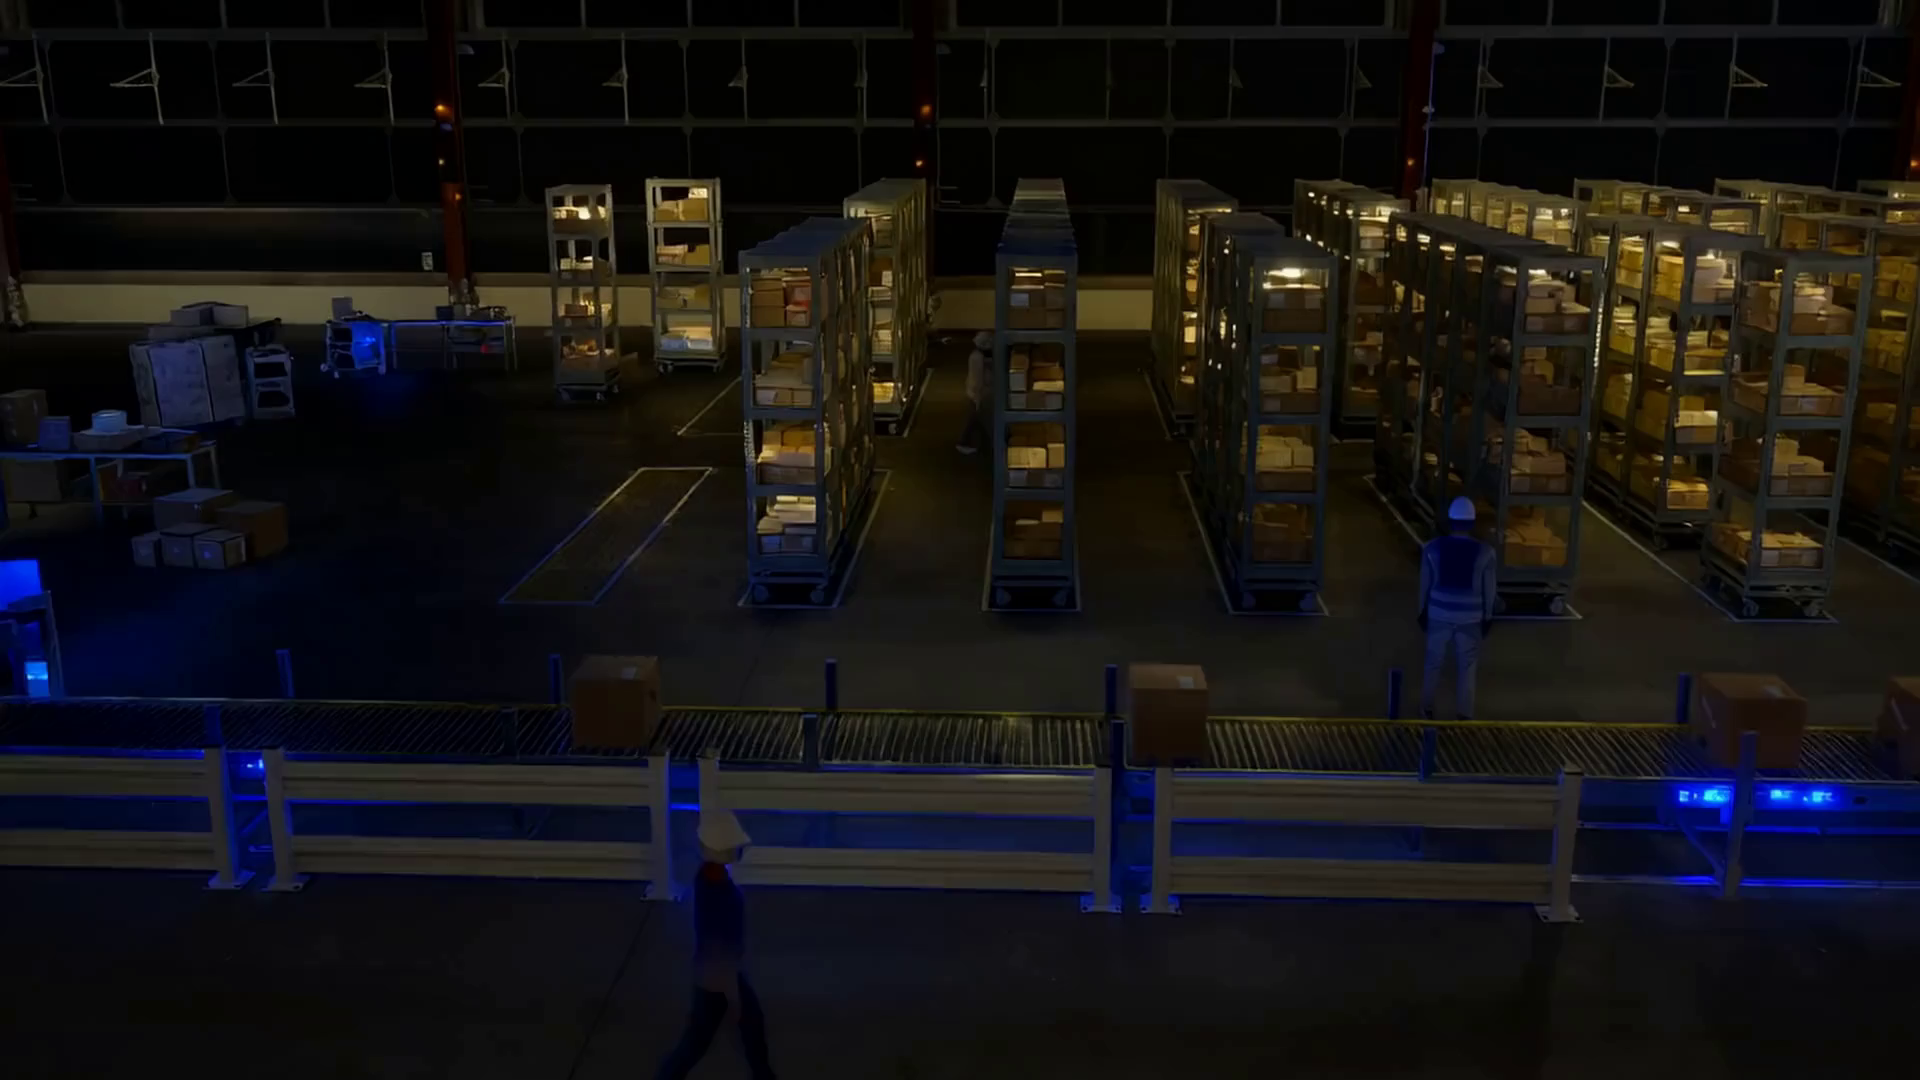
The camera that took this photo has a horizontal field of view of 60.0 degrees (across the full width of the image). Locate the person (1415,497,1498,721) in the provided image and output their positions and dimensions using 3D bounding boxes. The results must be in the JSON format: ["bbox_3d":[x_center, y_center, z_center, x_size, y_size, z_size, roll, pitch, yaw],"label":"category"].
[{"bbox_3d":[4.059,0.602,13.655,0.623,1.935,0.436,7,16,23],"label":"person"}]

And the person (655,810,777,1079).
[{"bbox_3d":[-1.227,2.155,8.274,0.889,1.725,0.536,-2,15,-7],"label":"person"}]

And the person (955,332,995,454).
[{"bbox_3d":[0.353,-2.111,23.990,0.928,1.781,0.604,-2,15,-7],"label":"person"}]
